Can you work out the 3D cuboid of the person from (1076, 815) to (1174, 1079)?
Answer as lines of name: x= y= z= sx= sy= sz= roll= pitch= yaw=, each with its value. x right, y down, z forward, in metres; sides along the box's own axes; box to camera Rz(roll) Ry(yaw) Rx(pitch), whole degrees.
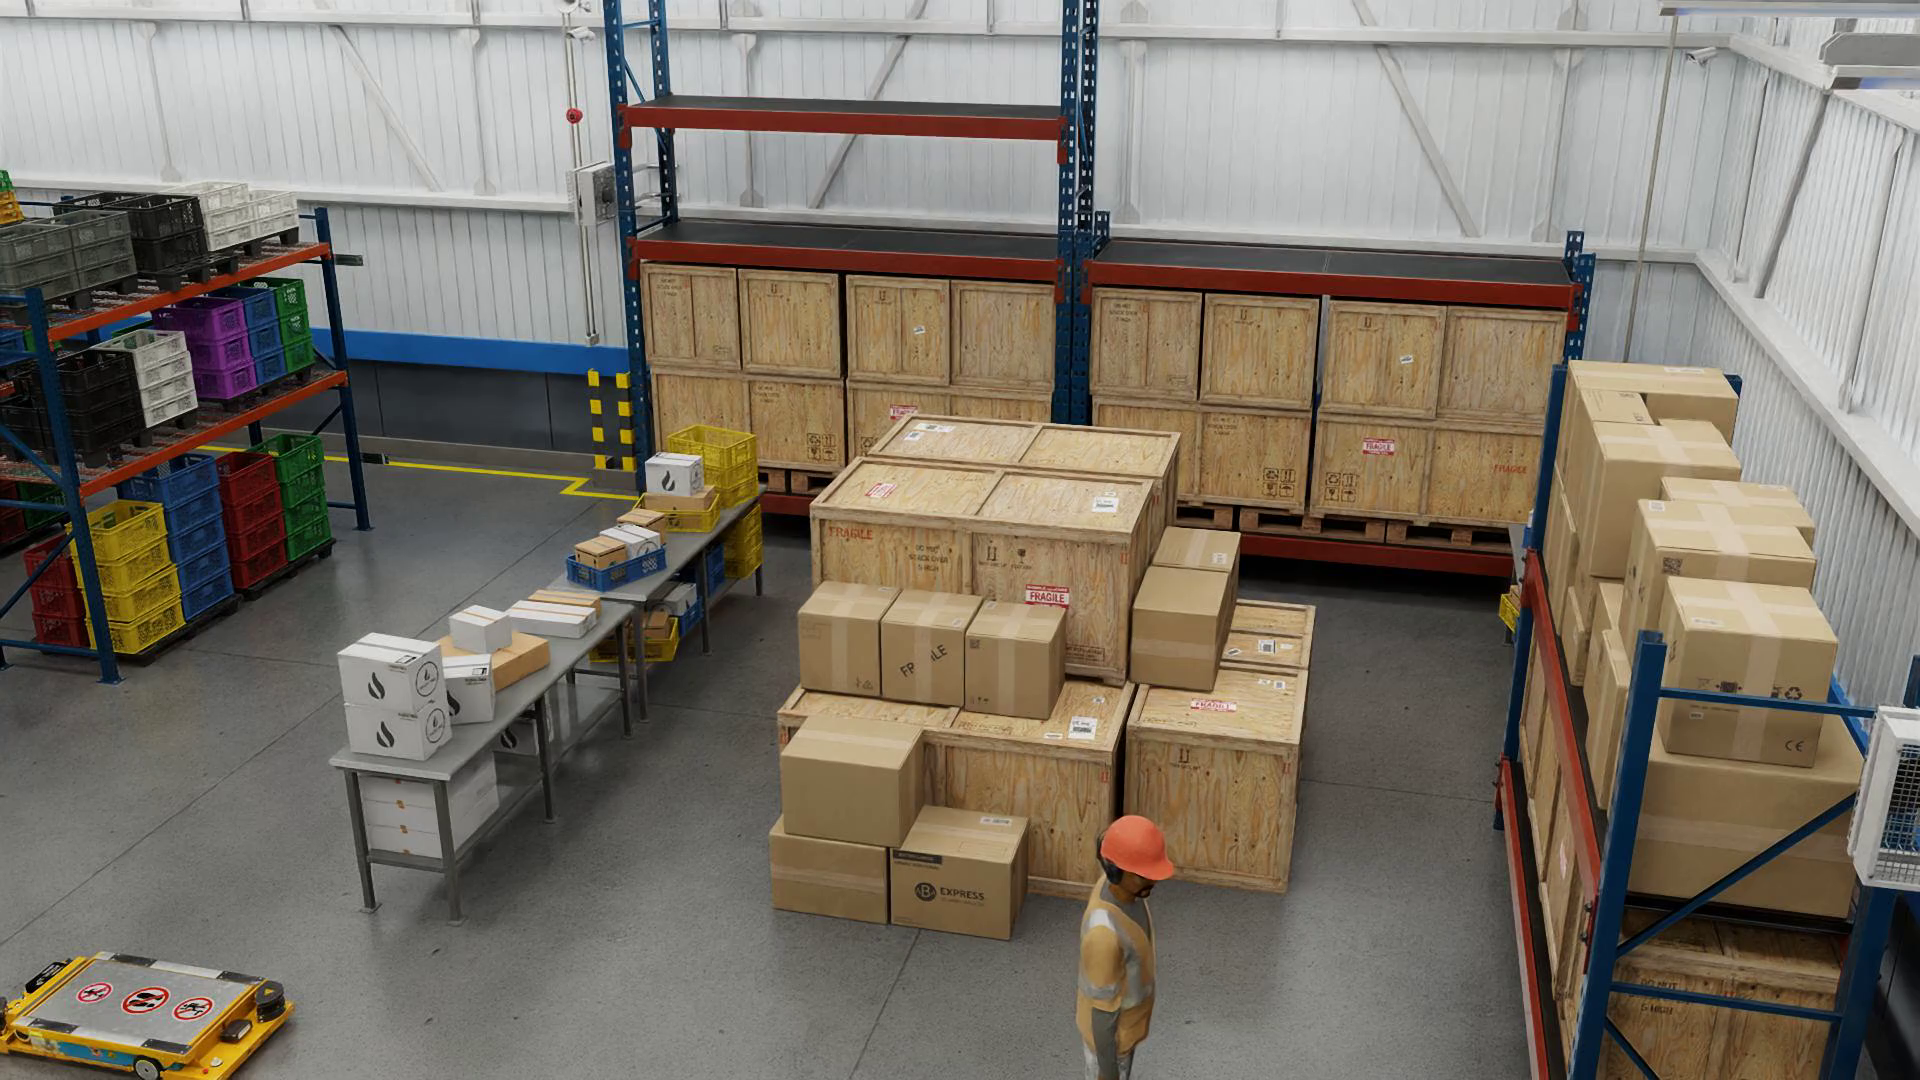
person: x=0.696 y=2.079 z=7.128 sx=0.383 sy=2.038 sz=0.613 roll=5 pitch=21 yaw=13

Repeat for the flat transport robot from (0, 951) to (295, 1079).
flat transport robot: x=-4.270 y=2.464 z=8.601 sx=1.431 sy=0.231 sz=0.659 roll=5 pitch=22 yaw=13
